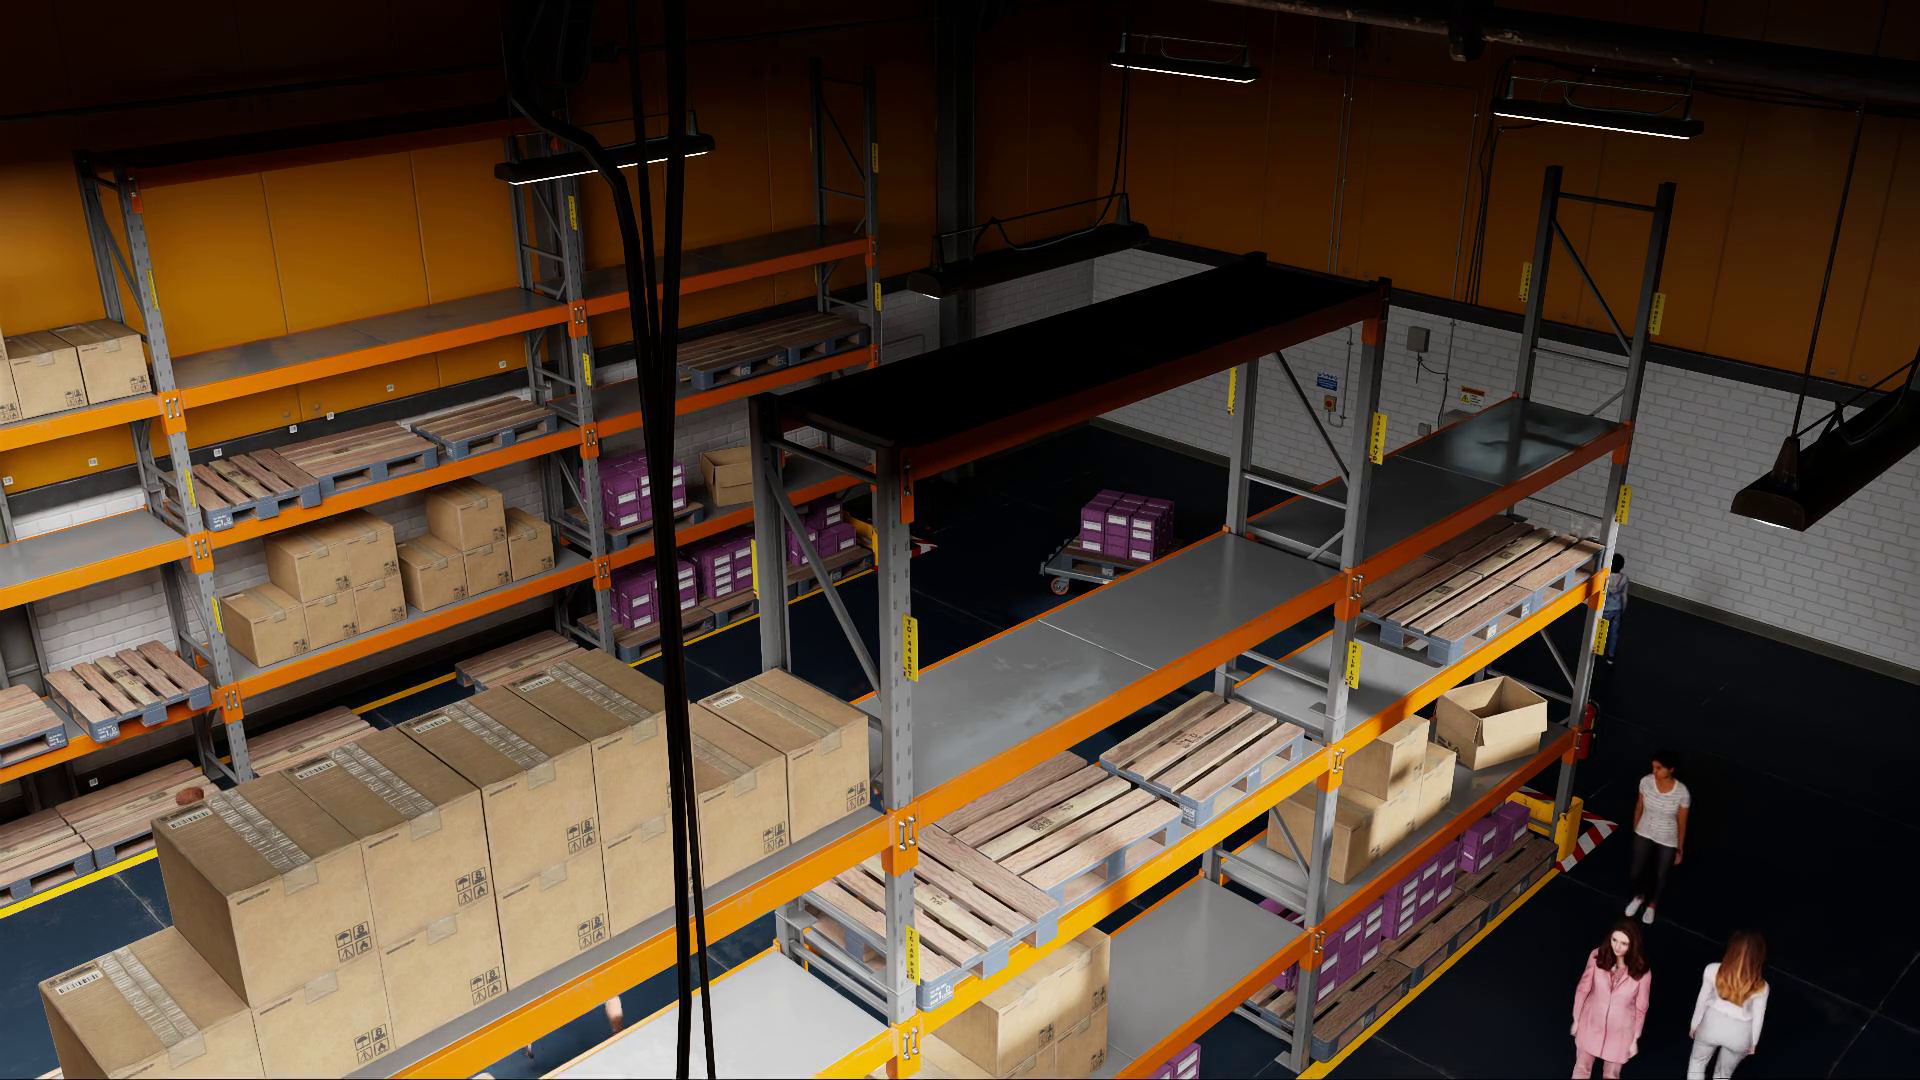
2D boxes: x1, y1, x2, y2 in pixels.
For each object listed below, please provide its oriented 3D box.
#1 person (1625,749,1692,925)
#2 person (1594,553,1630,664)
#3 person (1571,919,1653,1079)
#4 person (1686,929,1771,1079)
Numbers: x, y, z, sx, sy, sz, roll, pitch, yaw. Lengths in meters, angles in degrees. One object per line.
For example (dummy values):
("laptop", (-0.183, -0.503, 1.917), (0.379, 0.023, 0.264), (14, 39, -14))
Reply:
("person", (5.810, 2.425, 13.791), (0.652, 1.629, 0.630), (14, 27, 30))
("person", (7.073, 0.738, 18.114), (0.566, 1.258, 0.611), (4, 24, 8))
("person", (4.460, 3.356, 11.448), (0.648, 1.801, 0.577), (15, 28, 31))
("person", (5.177, 3.445, 11.300), (0.702, 1.755, 0.847), (13, 27, 27))
